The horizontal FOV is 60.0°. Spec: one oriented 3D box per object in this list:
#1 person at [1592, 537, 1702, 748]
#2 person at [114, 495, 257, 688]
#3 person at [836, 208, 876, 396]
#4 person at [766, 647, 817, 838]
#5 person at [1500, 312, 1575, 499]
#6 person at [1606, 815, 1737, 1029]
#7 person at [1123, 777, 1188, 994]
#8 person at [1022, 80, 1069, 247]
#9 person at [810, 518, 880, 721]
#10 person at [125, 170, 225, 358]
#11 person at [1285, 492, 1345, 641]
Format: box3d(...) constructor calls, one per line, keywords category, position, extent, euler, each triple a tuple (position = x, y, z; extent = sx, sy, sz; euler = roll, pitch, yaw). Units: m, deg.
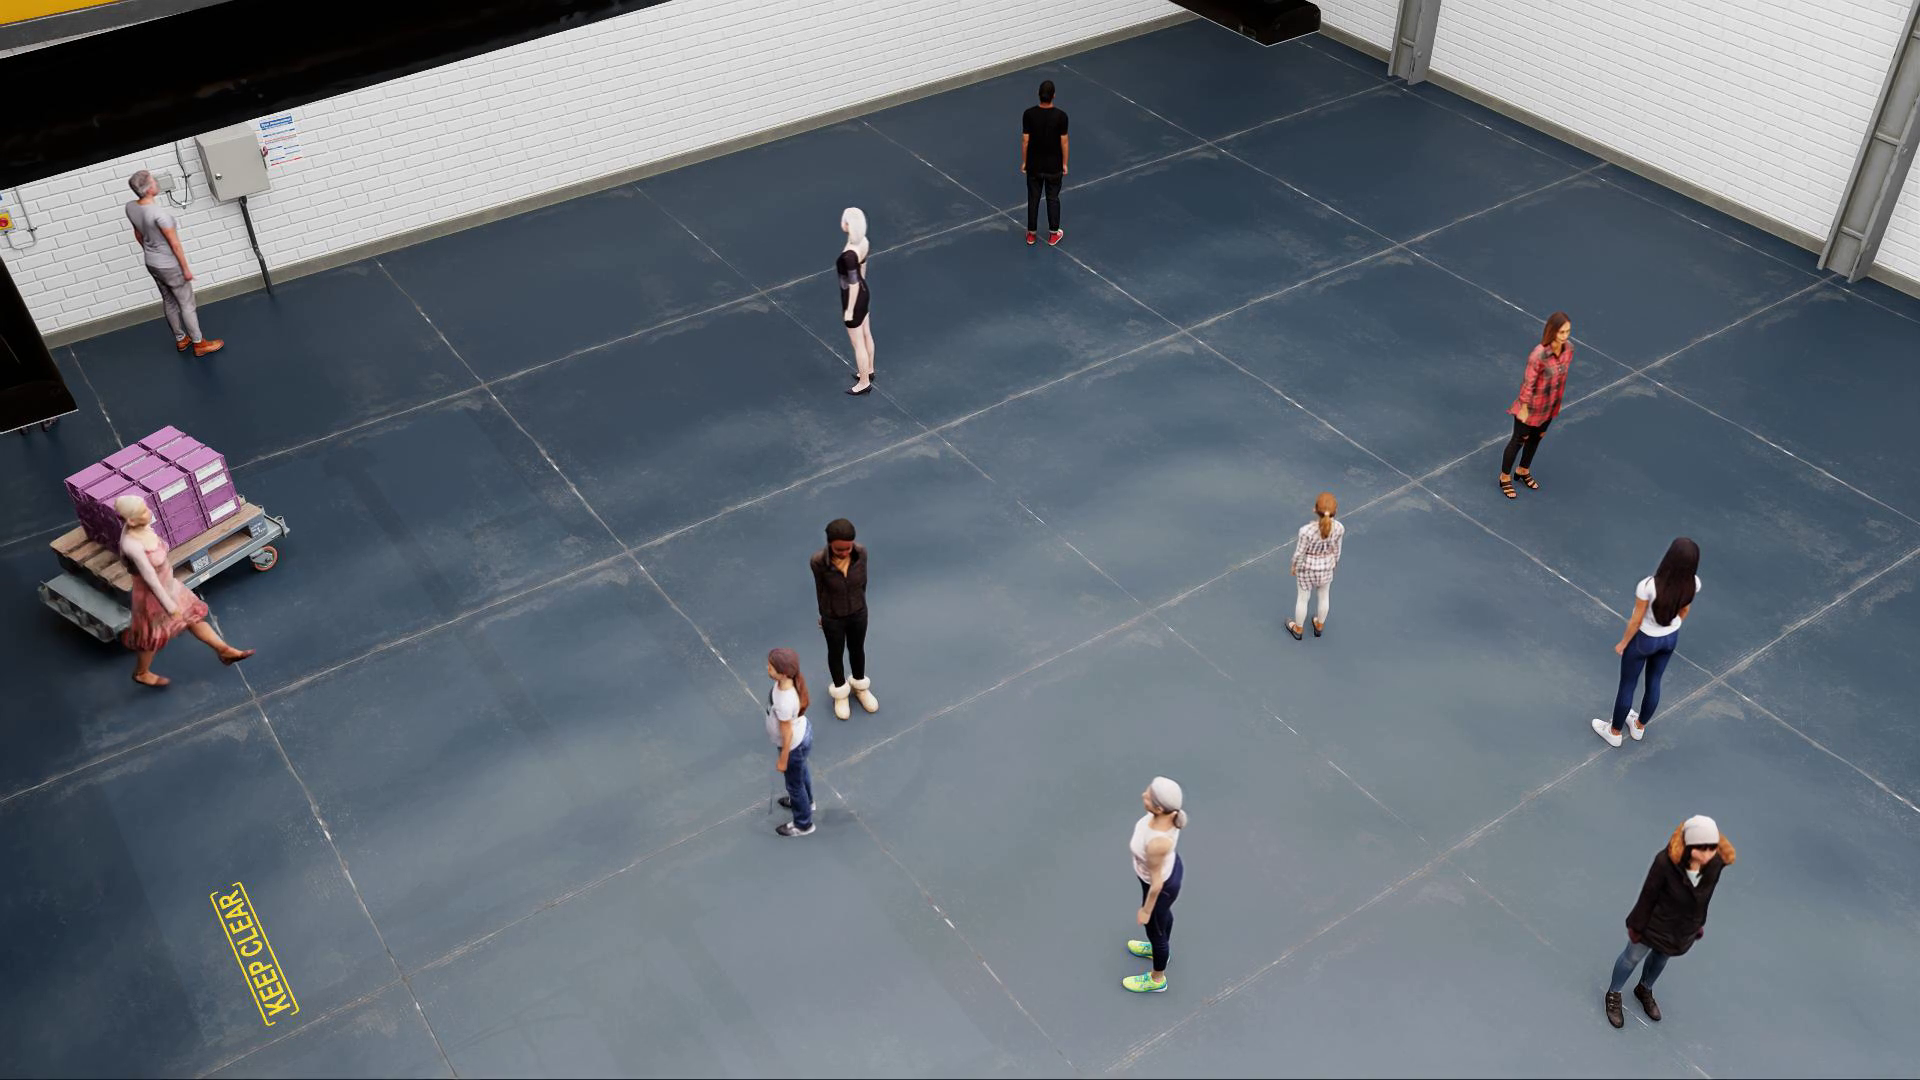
box3d(category="person", position=(4.720, 0.699, 11.332), extent=(0.654, 1.775, 0.639), euler=(-8, 39, -10))
box3d(category="person", position=(-5.782, 0.410, 11.797), extent=(0.924, 1.647, 1.103), euler=(-10, 40, -12))
box3d(category="person", position=(-0.923, -2.129, 14.829), extent=(0.708, 1.830, 0.658), euler=(8, 39, 10))
box3d(category="person", position=(-1.095, 1.284, 10.770), extent=(0.685, 1.562, 0.603), euler=(0, 39, 0))
box3d(category="person", position=(4.758, -1.124, 13.673), extent=(0.638, 1.703, 0.579), euler=(-19, 42, -22))
box3d(category="person", position=(4.075, 2.179, 9.594), extent=(0.734, 1.633, 0.758), euler=(-3, 39, -4))
box3d(category="person", position=(1.165, 2.012, 9.747), extent=(0.728, 1.701, 0.680), euler=(8, 39, 10))
box3d(category="person", position=(0.866, -3.868, 17.066), extent=(0.706, 1.757, 0.766), euler=(6, 39, 8))
box3d(category="person", position=(-0.823, 0.496, 11.678), extent=(0.657, 1.661, 0.605), euler=(-23, 44, -26))
box3d(category="person", position=(-7.333, -2.548, 15.353), extent=(0.672, 1.831, 0.827), euler=(19, 42, 22))
box3d(category="person", position=(2.642, 0.191, 12.339), extent=(0.609, 1.311, 0.623), euler=(-6, 39, -8))
